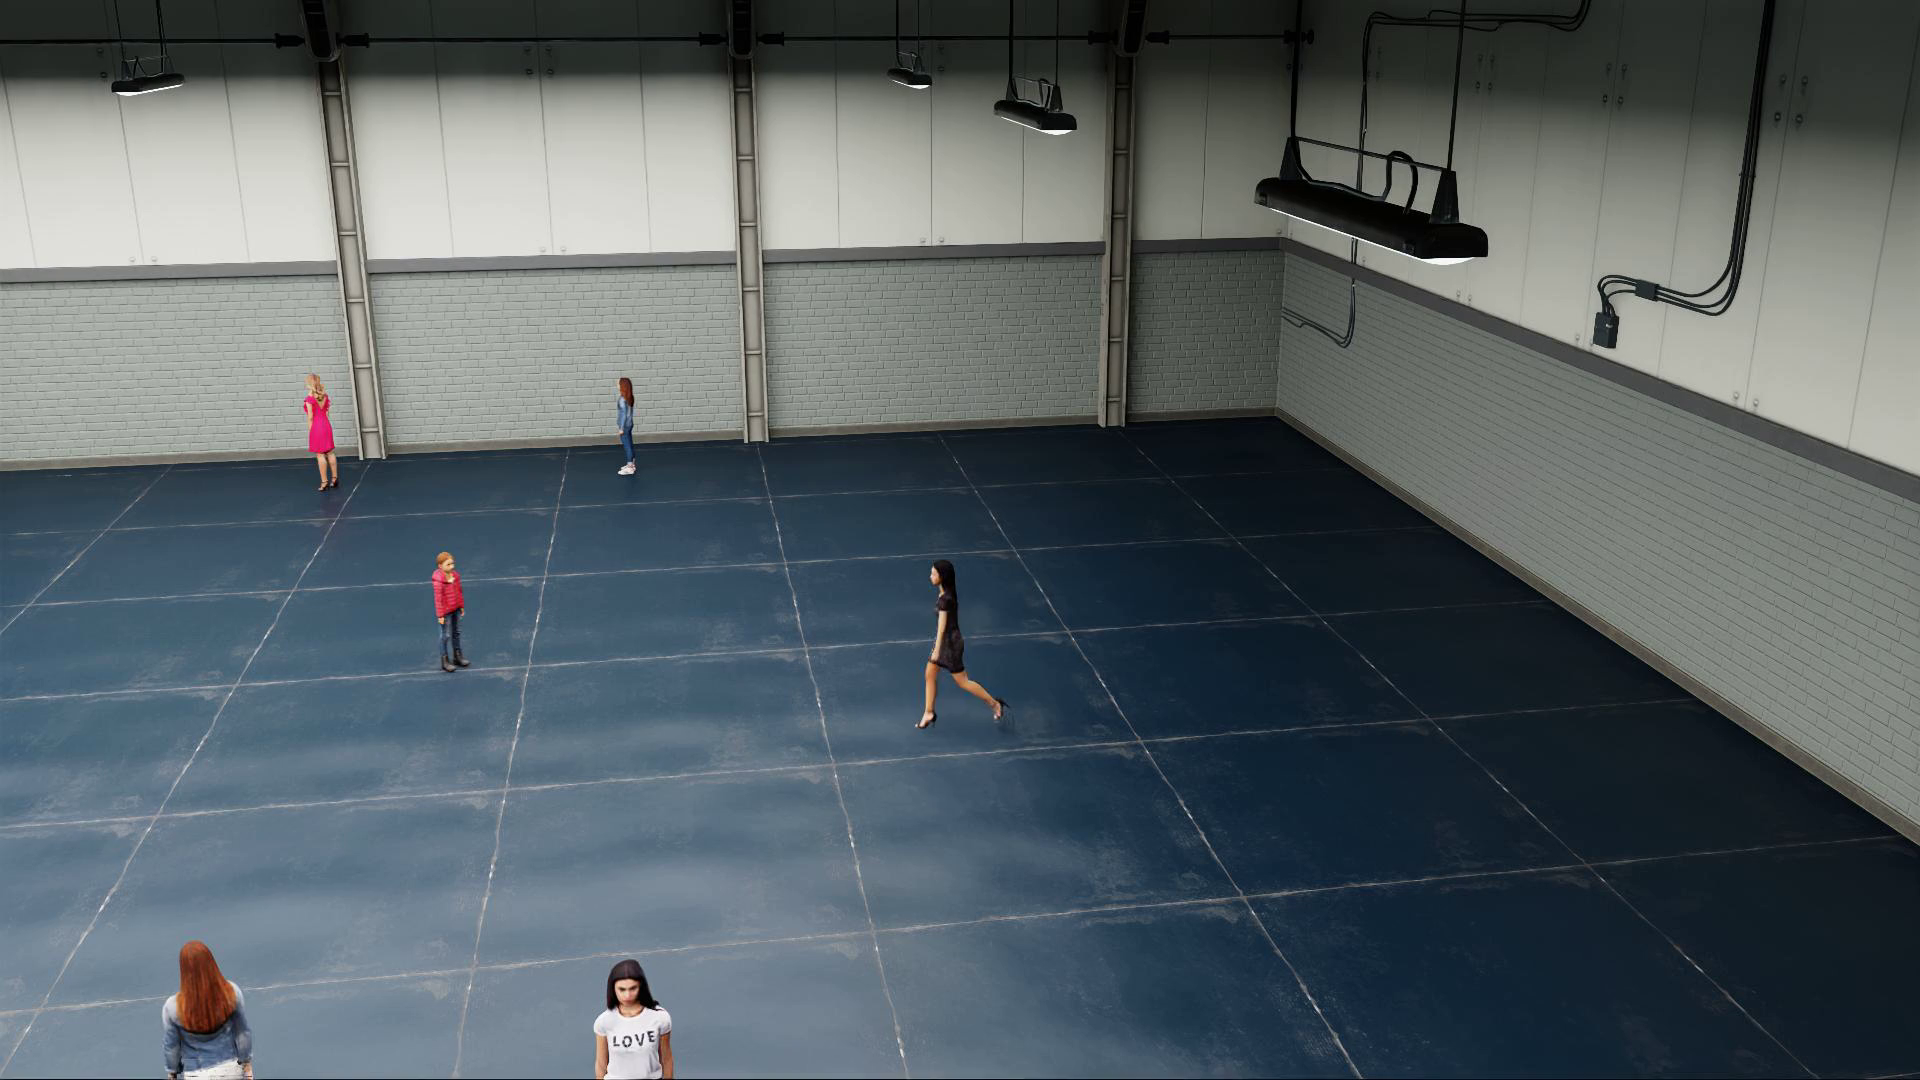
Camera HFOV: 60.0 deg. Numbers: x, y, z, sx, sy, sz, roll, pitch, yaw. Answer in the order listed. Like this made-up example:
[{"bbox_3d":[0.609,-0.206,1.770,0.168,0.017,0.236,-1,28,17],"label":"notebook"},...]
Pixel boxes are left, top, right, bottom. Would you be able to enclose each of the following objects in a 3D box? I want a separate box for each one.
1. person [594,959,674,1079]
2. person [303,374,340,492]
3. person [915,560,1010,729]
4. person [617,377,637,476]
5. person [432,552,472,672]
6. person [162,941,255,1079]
[{"bbox_3d":[-1.857,3.196,9.517,0.446,1.775,0.649,-4,18,-11],"label":"person"},{"bbox_3d":[-9.315,-1.576,24.259,0.696,1.721,0.668,7,19,21],"label":"person"},{"bbox_3d":[-0.005,1.071,16.095,1.151,1.742,0.616,-2,18,-5],"label":"person"},{"bbox_3d":[-5.043,-1.737,25.145,0.563,1.477,0.598,0,18,1],"label":"person"},{"bbox_3d":[-5.463,0.747,17.780,0.634,1.314,0.584,10,21,28],"label":"person"},{"bbox_3d":[-4.337,3.184,9.732,1.143,1.665,1.029,-14,23,-36],"label":"person"}]
